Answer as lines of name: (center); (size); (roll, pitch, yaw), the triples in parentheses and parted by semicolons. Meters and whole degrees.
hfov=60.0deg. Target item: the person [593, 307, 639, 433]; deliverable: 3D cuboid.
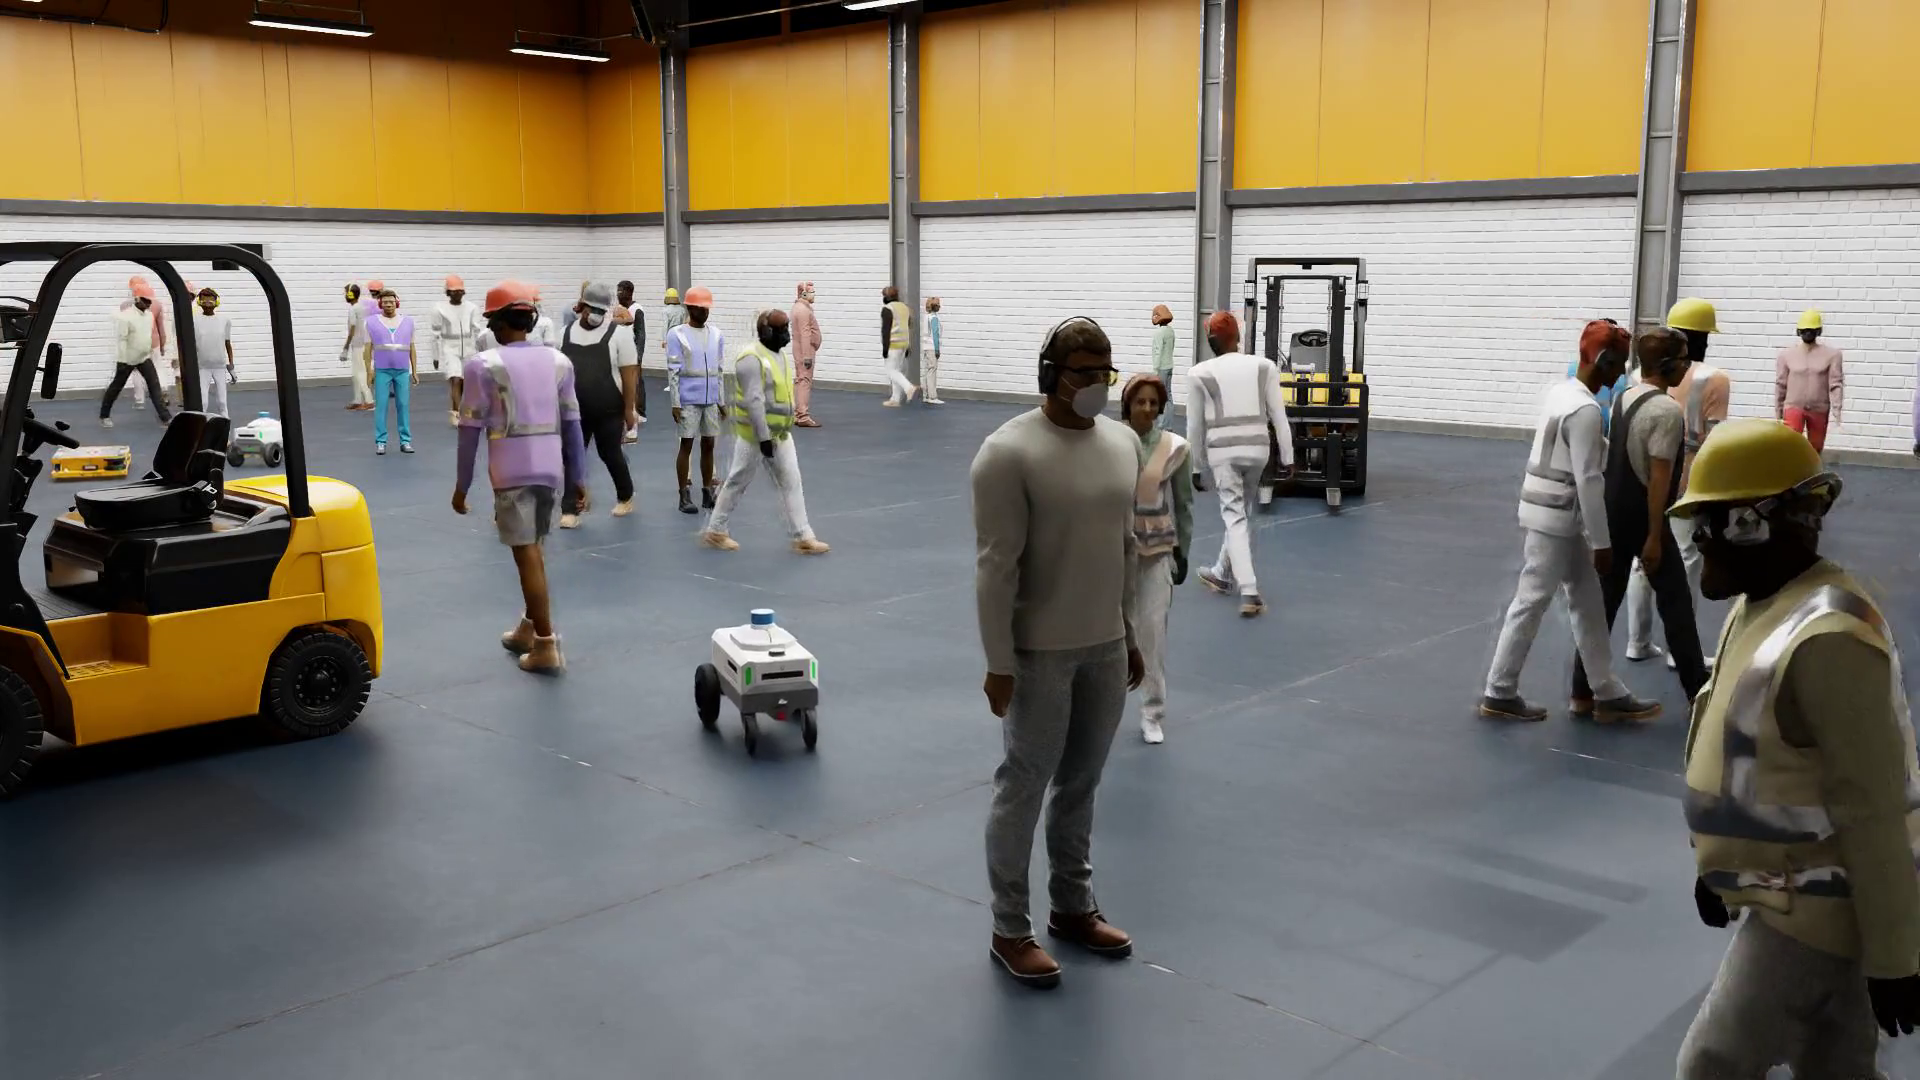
person: (-4.499, -2.311, 21.186); (0.984, 1.900, 0.640); (-8, 12, -40)

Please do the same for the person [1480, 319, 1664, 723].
person: (2.803, -0.057, 7.459); (0.904, 1.840, 0.593); (2, 10, 15)

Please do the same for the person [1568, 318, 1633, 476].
person: (4.899, -0.850, 12.765); (0.540, 1.700, 0.316); (-2, 9, -10)

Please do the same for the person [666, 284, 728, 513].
person: (-2.224, -1.201, 14.189); (0.544, 1.939, 0.353); (-8, 12, -40)

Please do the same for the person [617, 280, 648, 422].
person: (-4.443, -2.543, 22.483); (0.373, 1.916, 0.596); (-8, 12, -39)

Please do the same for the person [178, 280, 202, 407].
person: (-11.633, -2.956, 25.047); (0.402, 1.906, 0.651); (0, 9, -2)

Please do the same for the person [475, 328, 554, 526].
person: (-3.580, -1.081, 13.367); (0.610, 1.963, 0.365); (3, 10, 18)

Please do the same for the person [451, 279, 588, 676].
person: (-2.321, -0.334, 8.637); (0.886, 2.004, 0.616); (8, 12, 40)

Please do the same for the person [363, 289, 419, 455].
person: (-6.381, -1.885, 18.666); (0.570, 1.843, 0.373); (-5, 11, -30)

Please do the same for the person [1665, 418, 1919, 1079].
person: (1.586, 0.668, 3.180); (0.724, 1.785, 0.612); (3, 10, 20)

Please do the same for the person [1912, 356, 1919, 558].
person: (6.703, -0.675, 11.063); (0.650, 1.906, 0.401); (9, 13, 44)

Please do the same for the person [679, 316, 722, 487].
person: (-2.508, -1.312, 15.798); (0.497, 1.634, 0.278); (2, 9, 10)

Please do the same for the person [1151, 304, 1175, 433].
person: (2.489, -2.085, 20.537); (0.275, 1.632, 0.509); (5, 11, 29)

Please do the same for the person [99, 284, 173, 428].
person: (-10.765, -2.378, 21.620); (1.204, 1.891, 0.636); (3, 10, 16)

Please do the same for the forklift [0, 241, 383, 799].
forklift: (-3.706, -0.171, 7.093); (1.214, 2.155, 2.313); (9, 13, 43)

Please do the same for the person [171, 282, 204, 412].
person: (-10.313, -2.476, 22.159); (0.401, 1.885, 0.731); (3, 10, 18)

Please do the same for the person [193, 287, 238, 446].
person: (-8.543, -1.949, 19.005); (0.521, 1.865, 0.328); (-6, 11, -34)

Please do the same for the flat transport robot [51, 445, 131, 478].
flat transport robot: (-8.783, -0.801, 16.834); (0.652, 0.197, 1.431); (-4, 10, -24)

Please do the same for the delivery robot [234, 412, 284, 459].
delivery robot: (-7.335, -1.106, 17.552); (0.477, 0.478, 0.707); (1, 9, 7)

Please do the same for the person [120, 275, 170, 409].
person: (-11.998, -2.895, 24.461); (0.739, 1.976, 0.644); (8, 12, 41)

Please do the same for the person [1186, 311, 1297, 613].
person: (1.709, -0.489, 10.211); (0.638, 1.813, 0.975); (-1, 9, -8)

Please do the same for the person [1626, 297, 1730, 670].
person: (3.731, -0.291, 8.648); (0.385, 1.925, 0.591); (-6, 11, -31)

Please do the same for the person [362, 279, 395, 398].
person: (-9.274, -3.182, 26.410); (0.553, 1.918, 0.804); (4, 10, 22)

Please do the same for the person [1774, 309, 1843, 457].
person: (7.355, -1.141, 14.455); (0.524, 1.733, 0.861); (4, 10, 24)

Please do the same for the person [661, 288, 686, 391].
person: (-4.883, -3.409, 28.323); (0.313, 1.744, 0.487); (9, 13, 43)

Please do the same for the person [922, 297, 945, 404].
person: (-0.425, -2.913, 25.596); (0.312, 1.642, 0.512); (-3, 10, -17)

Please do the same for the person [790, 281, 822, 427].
person: (-2.015, -2.434, 21.847); (0.407, 1.906, 0.654); (-2, 9, -13)

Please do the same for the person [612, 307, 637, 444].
person: (-3.983, -1.953, 19.761); (0.281, 1.626, 0.503); (-1, 9, -5)

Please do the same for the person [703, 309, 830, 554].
person: (-1.453, -0.785, 12.109); (0.977, 1.796, 0.606); (4, 10, 25)

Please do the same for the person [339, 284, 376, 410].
person: (-8.866, -2.808, 24.404); (0.587, 1.846, 0.537); (0, 9, -2)

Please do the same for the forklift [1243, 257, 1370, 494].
forklift: (3.309, -1.629, 16.029); (1.214, 2.155, 2.313); (2, 9, 11)

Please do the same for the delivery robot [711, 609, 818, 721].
delivery robot: (-0.875, 0.551, 7.393); (0.477, 0.478, 0.707); (-3, 10, -20)

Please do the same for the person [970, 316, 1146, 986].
person: (0.303, 0.315, 4.898); (0.635, 1.936, 0.353); (-8, 12, -41)

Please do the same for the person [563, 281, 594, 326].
person: (-4.912, -2.429, 21.814); (0.665, 1.916, 0.597); (-8, 12, -40)

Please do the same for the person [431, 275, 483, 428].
person: (-6.447, -2.410, 21.454); (0.621, 1.983, 1.030); (-8, 12, -41)

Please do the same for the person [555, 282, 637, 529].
person: (-2.962, -1.151, 13.568); (0.691, 2.000, 0.980); (2, 9, 10)

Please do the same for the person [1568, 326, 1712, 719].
person: (3.228, -0.061, 7.608); (0.906, 1.803, 0.537); (-2, 9, -10)

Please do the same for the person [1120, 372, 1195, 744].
person: (0.782, 0.052, 7.471); (0.541, 1.617, 0.670); (1, 9, 3)

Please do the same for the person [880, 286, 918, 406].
person: (-0.902, -2.885, 24.884); (0.610, 1.820, 0.649); (5, 10, 26)

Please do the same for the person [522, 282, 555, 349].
person: (-4.452, -1.687, 17.189); (0.551, 1.929, 0.376); (-2, 10, -14)
